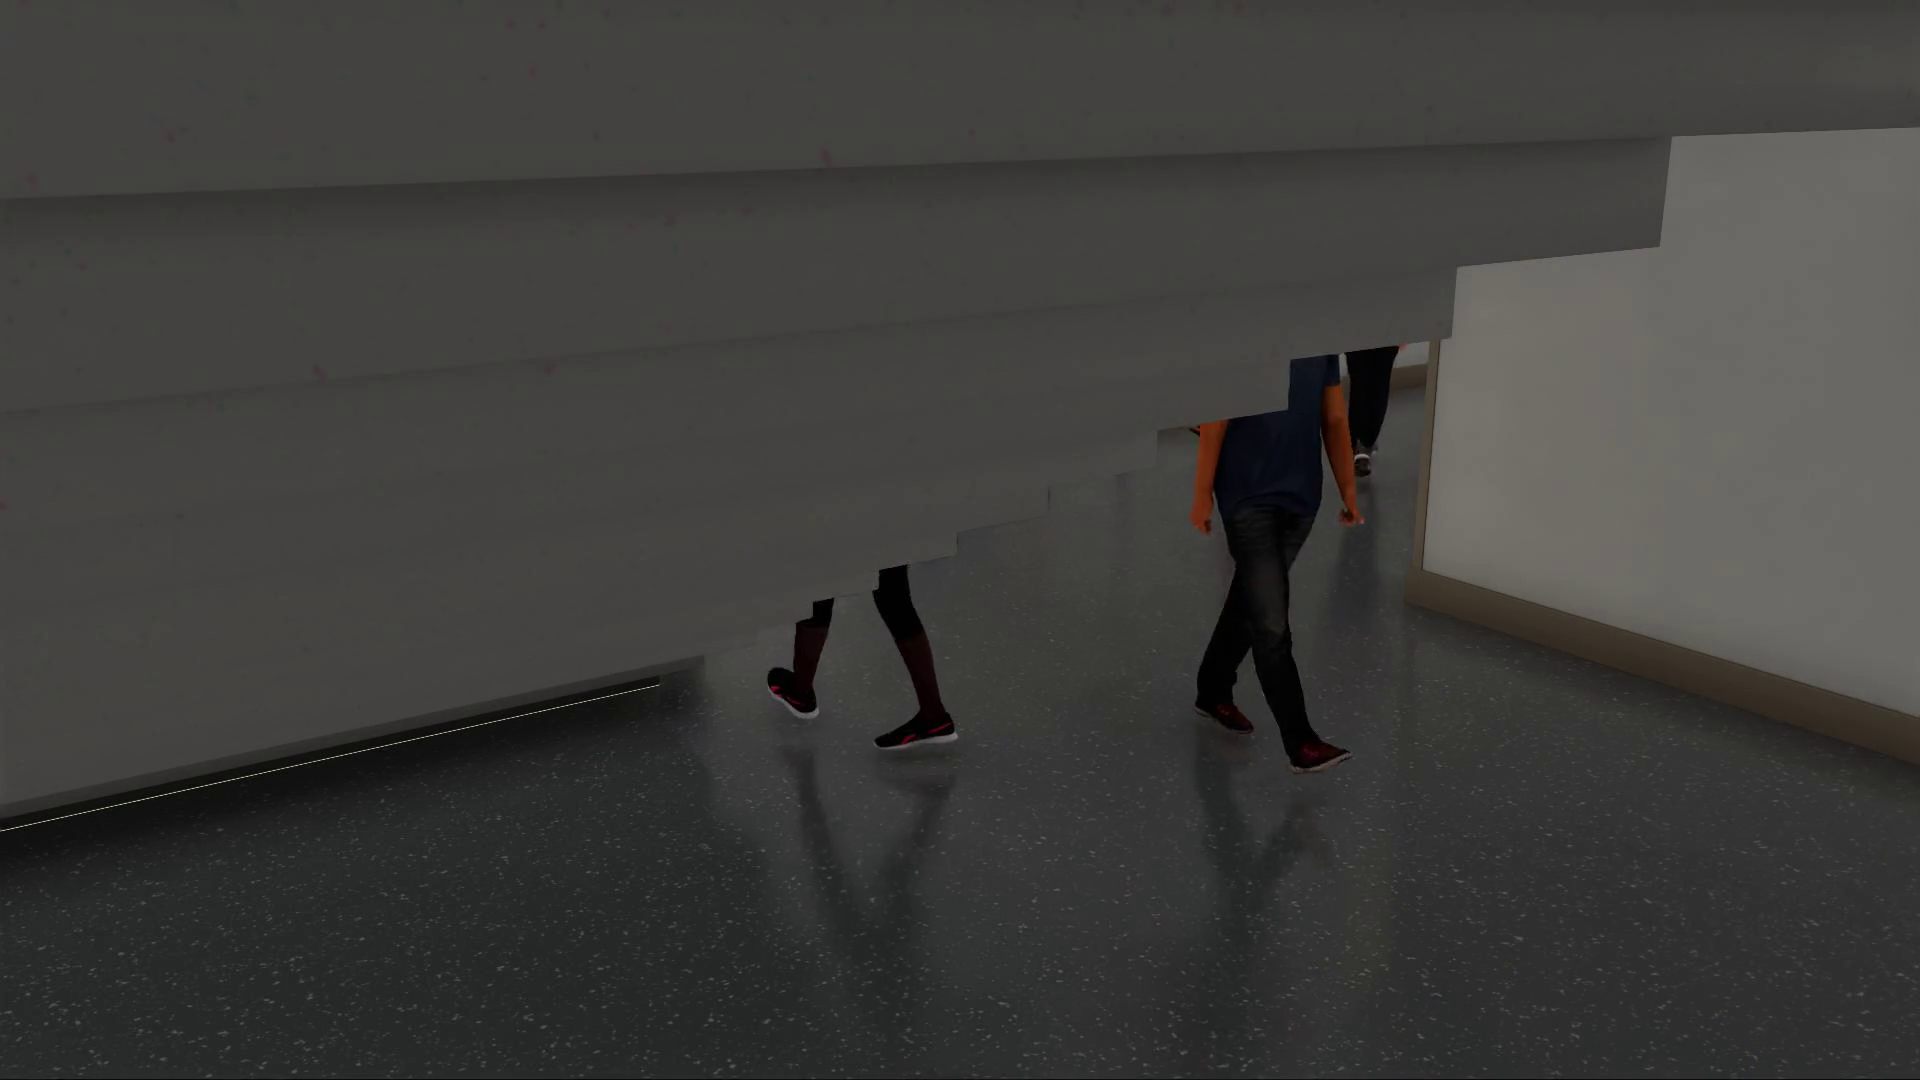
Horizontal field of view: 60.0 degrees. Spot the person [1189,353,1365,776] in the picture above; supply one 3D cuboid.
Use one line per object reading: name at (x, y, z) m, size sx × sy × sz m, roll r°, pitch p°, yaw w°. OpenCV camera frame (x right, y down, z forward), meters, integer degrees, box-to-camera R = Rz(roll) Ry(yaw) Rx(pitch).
person at (0.976, -0.143, 5.611) m, size 0.742 × 1.775 × 1.116 m, roll -9°, pitch 18°, yaw -28°
